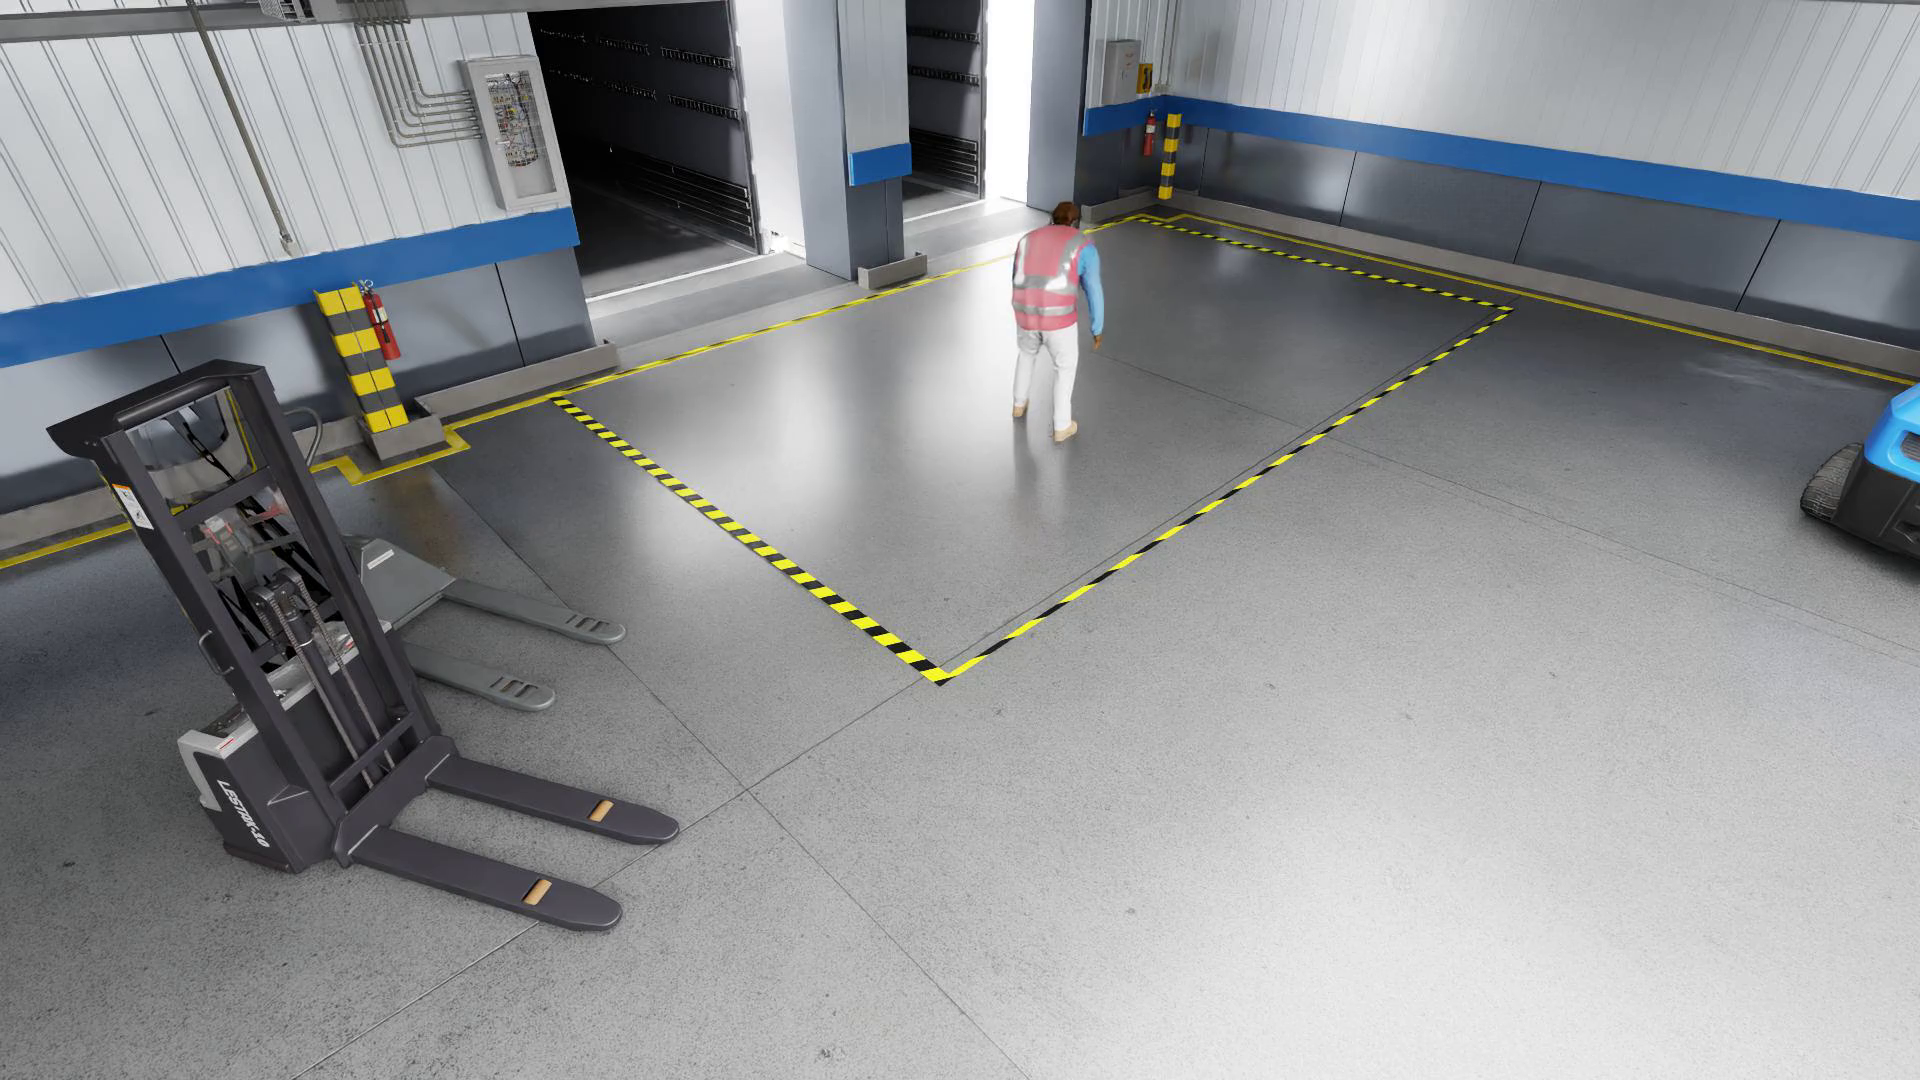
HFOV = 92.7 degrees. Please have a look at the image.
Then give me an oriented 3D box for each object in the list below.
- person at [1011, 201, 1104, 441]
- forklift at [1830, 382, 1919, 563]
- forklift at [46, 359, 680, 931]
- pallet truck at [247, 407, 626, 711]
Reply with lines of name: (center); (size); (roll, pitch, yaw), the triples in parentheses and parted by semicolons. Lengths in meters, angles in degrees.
person: (0.712, -1.599, 6.710); (0.751, 1.577, 0.777); (15, 37, 21)
forklift: (6.611, -0.966, 5.078); (2.680, 2.036, 1.157); (-12, 36, -18)
forklift: (-2.135, 0.422, 3.354); (1.885, 1.965, 0.823); (10, 35, 14)
pallet truck: (-2.628, 0.038, 4.590); (1.601, 1.201, 0.680); (12, 36, 18)
